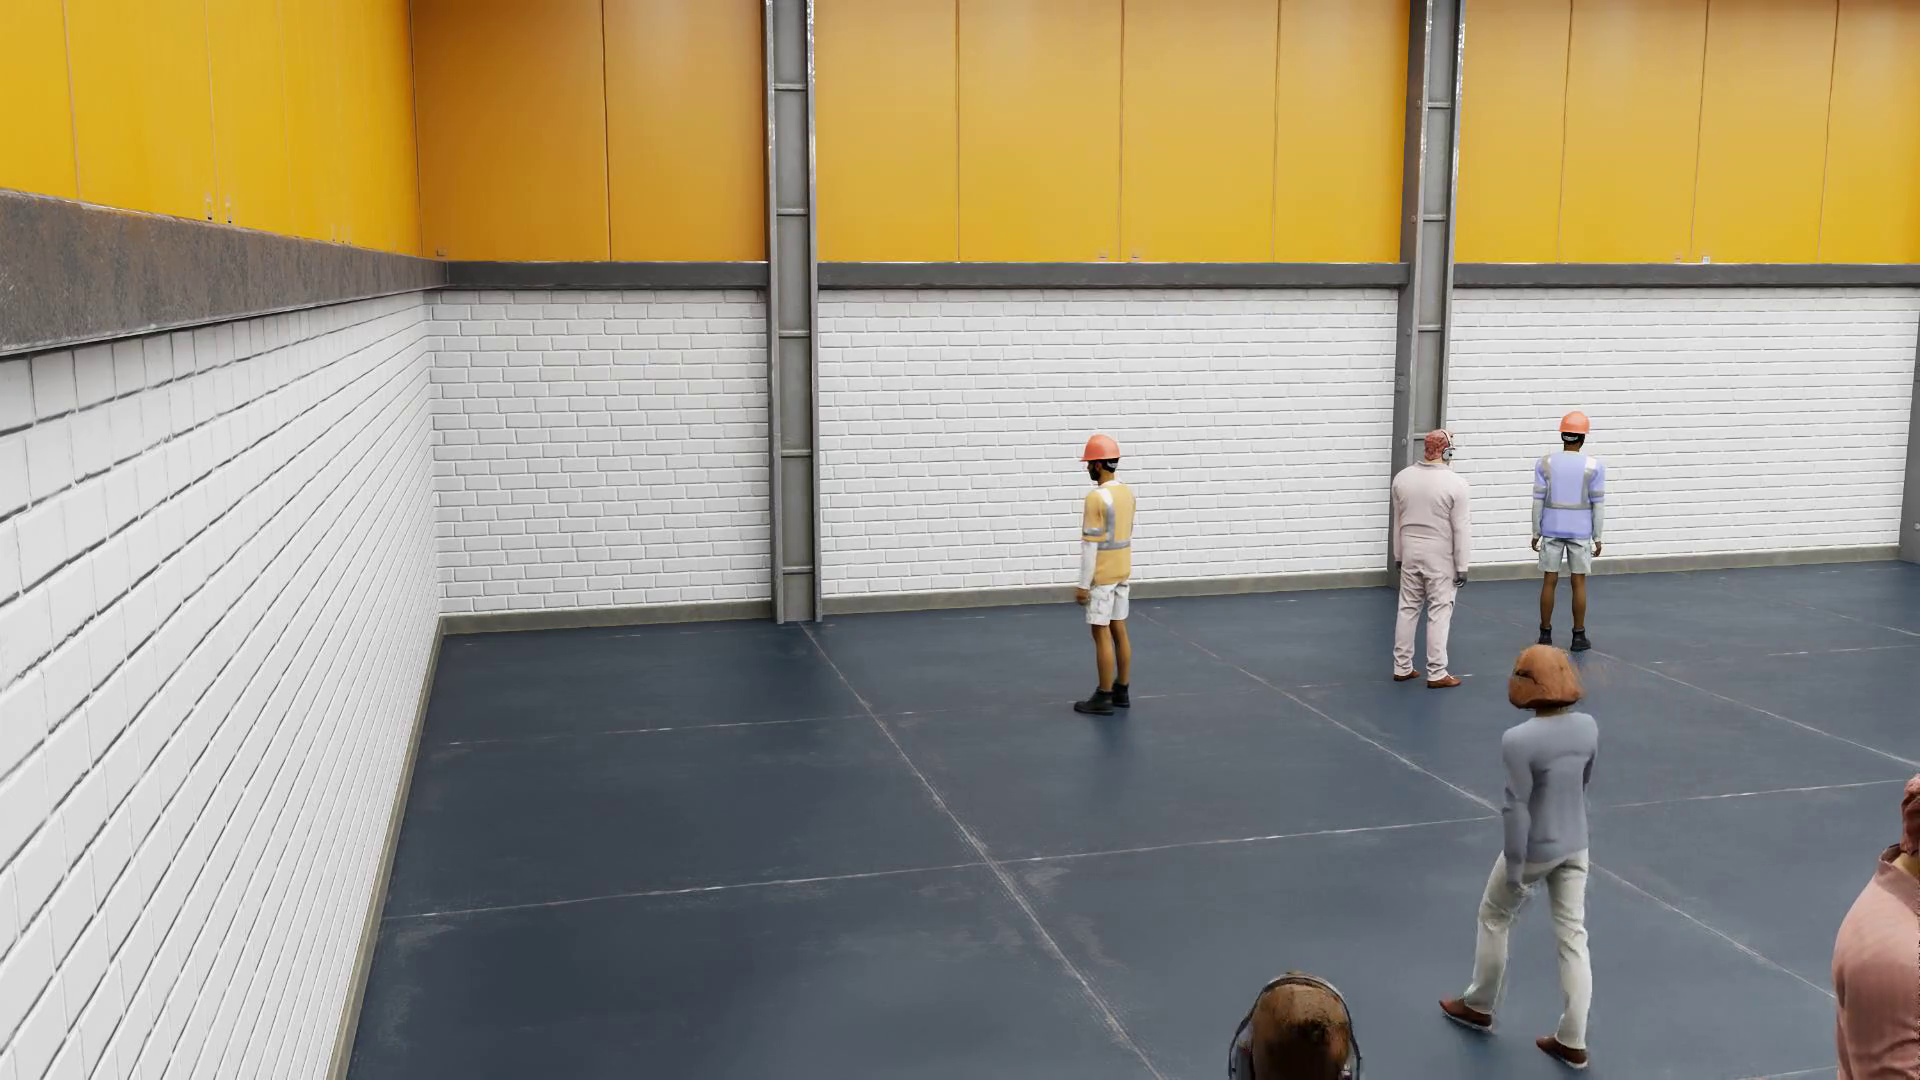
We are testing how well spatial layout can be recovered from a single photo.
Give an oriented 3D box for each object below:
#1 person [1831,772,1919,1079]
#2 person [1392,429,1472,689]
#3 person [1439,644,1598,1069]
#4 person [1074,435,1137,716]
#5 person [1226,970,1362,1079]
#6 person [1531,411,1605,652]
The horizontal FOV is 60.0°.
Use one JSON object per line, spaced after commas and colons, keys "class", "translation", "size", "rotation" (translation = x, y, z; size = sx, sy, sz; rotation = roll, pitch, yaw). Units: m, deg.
{"class": "person", "translation": [2.294, 1.459, 3.975], "size": [0.403, 1.900, 0.646], "rotation": [8, 12, 39]}
{"class": "person", "translation": [3.475, 0.136, 12.220], "size": [0.401, 1.903, 0.644], "rotation": [-8, 12, -40]}
{"class": "person", "translation": [2.221, 1.195, 6.510], "size": [0.500, 1.605, 0.740], "rotation": [-4, 10, -23]}
{"class": "person", "translation": [0.984, 0.238, 11.487], "size": [0.383, 1.930, 0.541], "rotation": [6, 11, 33]}
{"class": "person", "translation": [0.550, 1.672, 2.891], "size": [0.521, 1.820, 0.603], "rotation": [0, 9, 1]}
{"class": "person", "translation": [4.890, -0.072, 13.388], "size": [0.553, 1.935, 0.364], "rotation": [5, 10, 27]}
